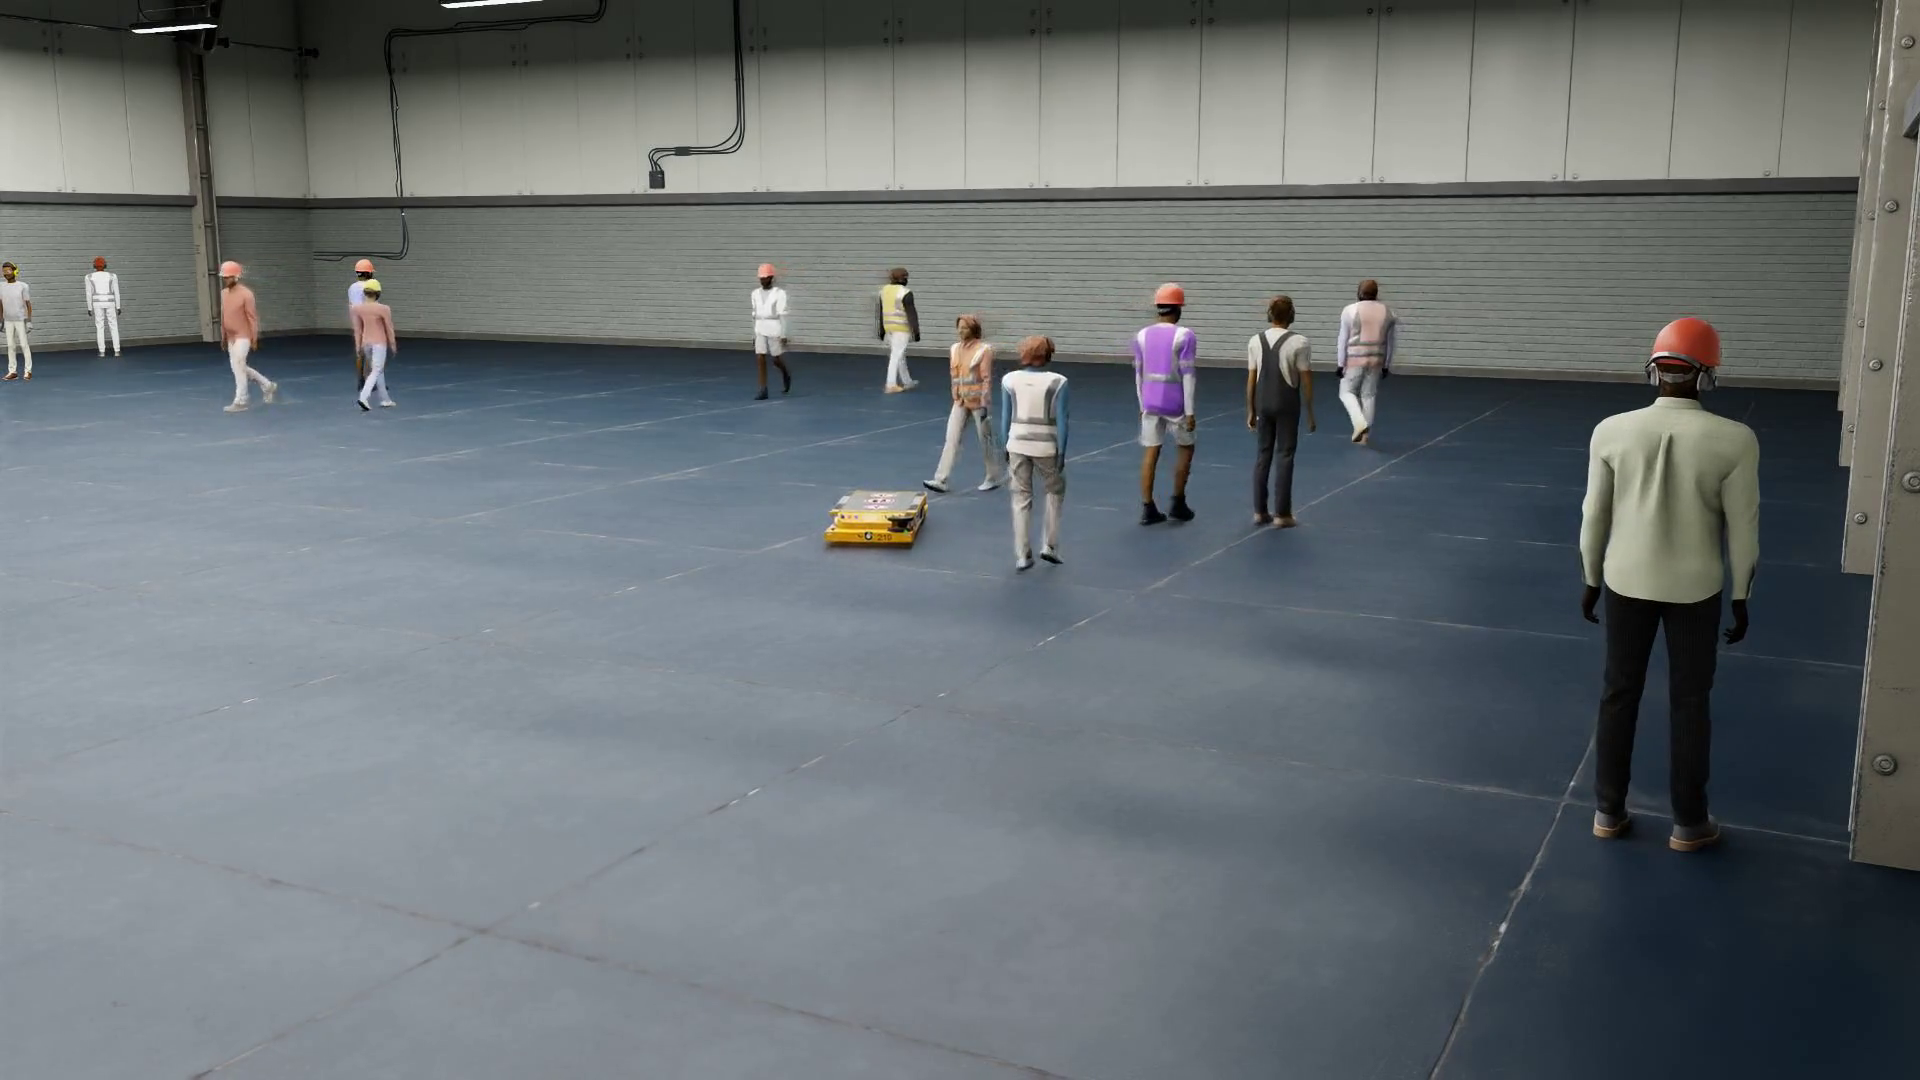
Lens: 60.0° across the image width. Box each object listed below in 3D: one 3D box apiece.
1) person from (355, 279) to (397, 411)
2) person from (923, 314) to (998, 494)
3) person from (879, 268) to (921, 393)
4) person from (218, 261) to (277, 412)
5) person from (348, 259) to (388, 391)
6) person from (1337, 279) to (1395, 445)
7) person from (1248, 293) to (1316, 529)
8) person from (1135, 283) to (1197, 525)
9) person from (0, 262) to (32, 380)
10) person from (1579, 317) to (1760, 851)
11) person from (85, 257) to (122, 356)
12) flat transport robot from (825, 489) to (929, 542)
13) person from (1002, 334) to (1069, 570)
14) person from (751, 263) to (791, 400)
[{"bbox_3d":[-7.761,-2.579,21.984,0.528,1.738,0.891,3,11,18],"label":"person"},{"bbox_3d":[0.056,-1.196,14.751,0.540,1.589,0.871,9,14,41],"label":"person"},{"bbox_3d":[-0.801,-3.084,24.473,0.862,1.807,0.662,-9,14,-42],"label":"person"},{"bbox_3d":[-9.424,-2.694,21.939,0.611,1.967,0.764,7,13,35],"label":"person"},{"bbox_3d":[-8.772,-3.170,24.612,0.551,1.936,0.357,7,13,35],"label":"person"},{"bbox_3d":[4.415,-1.931,18.156,0.649,1.826,0.458,-2,11,-11],"label":"person"},{"bbox_3d":[2.513,-1.010,13.092,0.516,1.845,0.363,8,13,37],"label":"person"},{"bbox_3d":[1.687,-1.084,13.297,0.591,1.912,0.678,7,13,35],"label":"person"},{"bbox_3d":[-15.067,-3.485,26.509,0.517,1.874,0.328,0,10,-2],"label":"person"},{"bbox_3d":[2.662,0.165,6.270,0.621,1.992,0.397,7,13,34],"label":"person"},{"bbox_3d":[-16.281,-4.431,31.637,0.572,1.883,0.354,-5,12,-27],"label":"person"},{"bbox_3d":[-0.628,-0.200,12.966,0.652,0.197,1.431,1,10,4],"label":"flat transport robot"},{"bbox_3d":[0.522,-0.605,11.488,0.517,1.624,0.440,4,11,20],"label":"person"},{"bbox_3d":[-2.659,-2.940,23.431,0.548,1.916,0.745,4,11,22],"label":"person"}]
